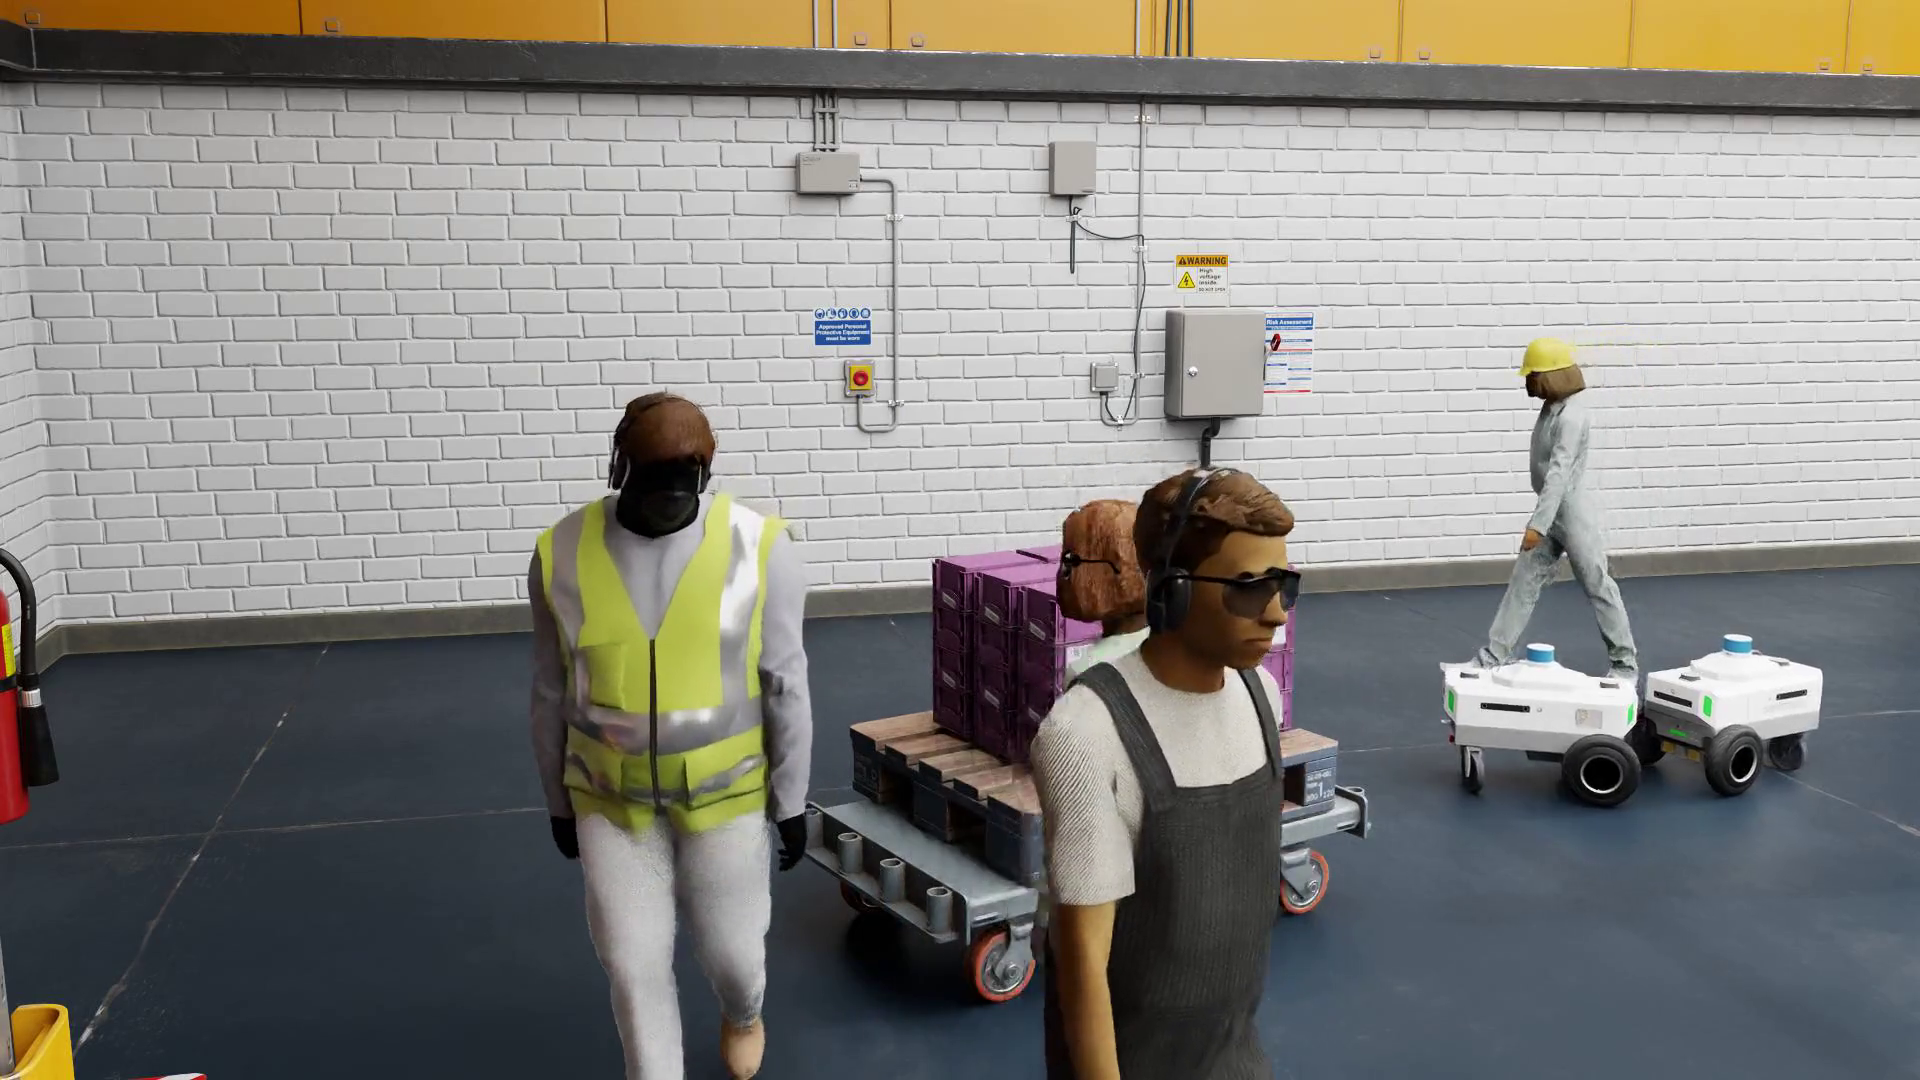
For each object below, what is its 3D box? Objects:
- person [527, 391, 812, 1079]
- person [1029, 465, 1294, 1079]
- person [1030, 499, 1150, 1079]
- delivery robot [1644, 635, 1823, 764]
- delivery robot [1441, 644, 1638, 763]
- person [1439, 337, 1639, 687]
[{"bbox_3d":[-0.649,0.556,3.785,0.639,1.814,0.615,0,10,-1],"label":"person"},{"bbox_3d":[0.362,0.806,2.388,0.512,1.813,0.800,-8,13,-37],"label":"person"},{"bbox_3d":[0.379,0.713,3.502,0.781,1.605,0.511,5,11,26],"label":"person"},{"bbox_3d":[3.092,0.622,6.644,0.707,0.478,0.477,-5,11,-26],"label":"delivery robot"},{"bbox_3d":[2.252,0.649,6.495,0.707,0.478,0.477,3,11,17],"label":"delivery robot"},{"bbox_3d":[2.788,-0.099,7.768,0.931,1.676,0.504,0,10,1],"label":"person"}]
